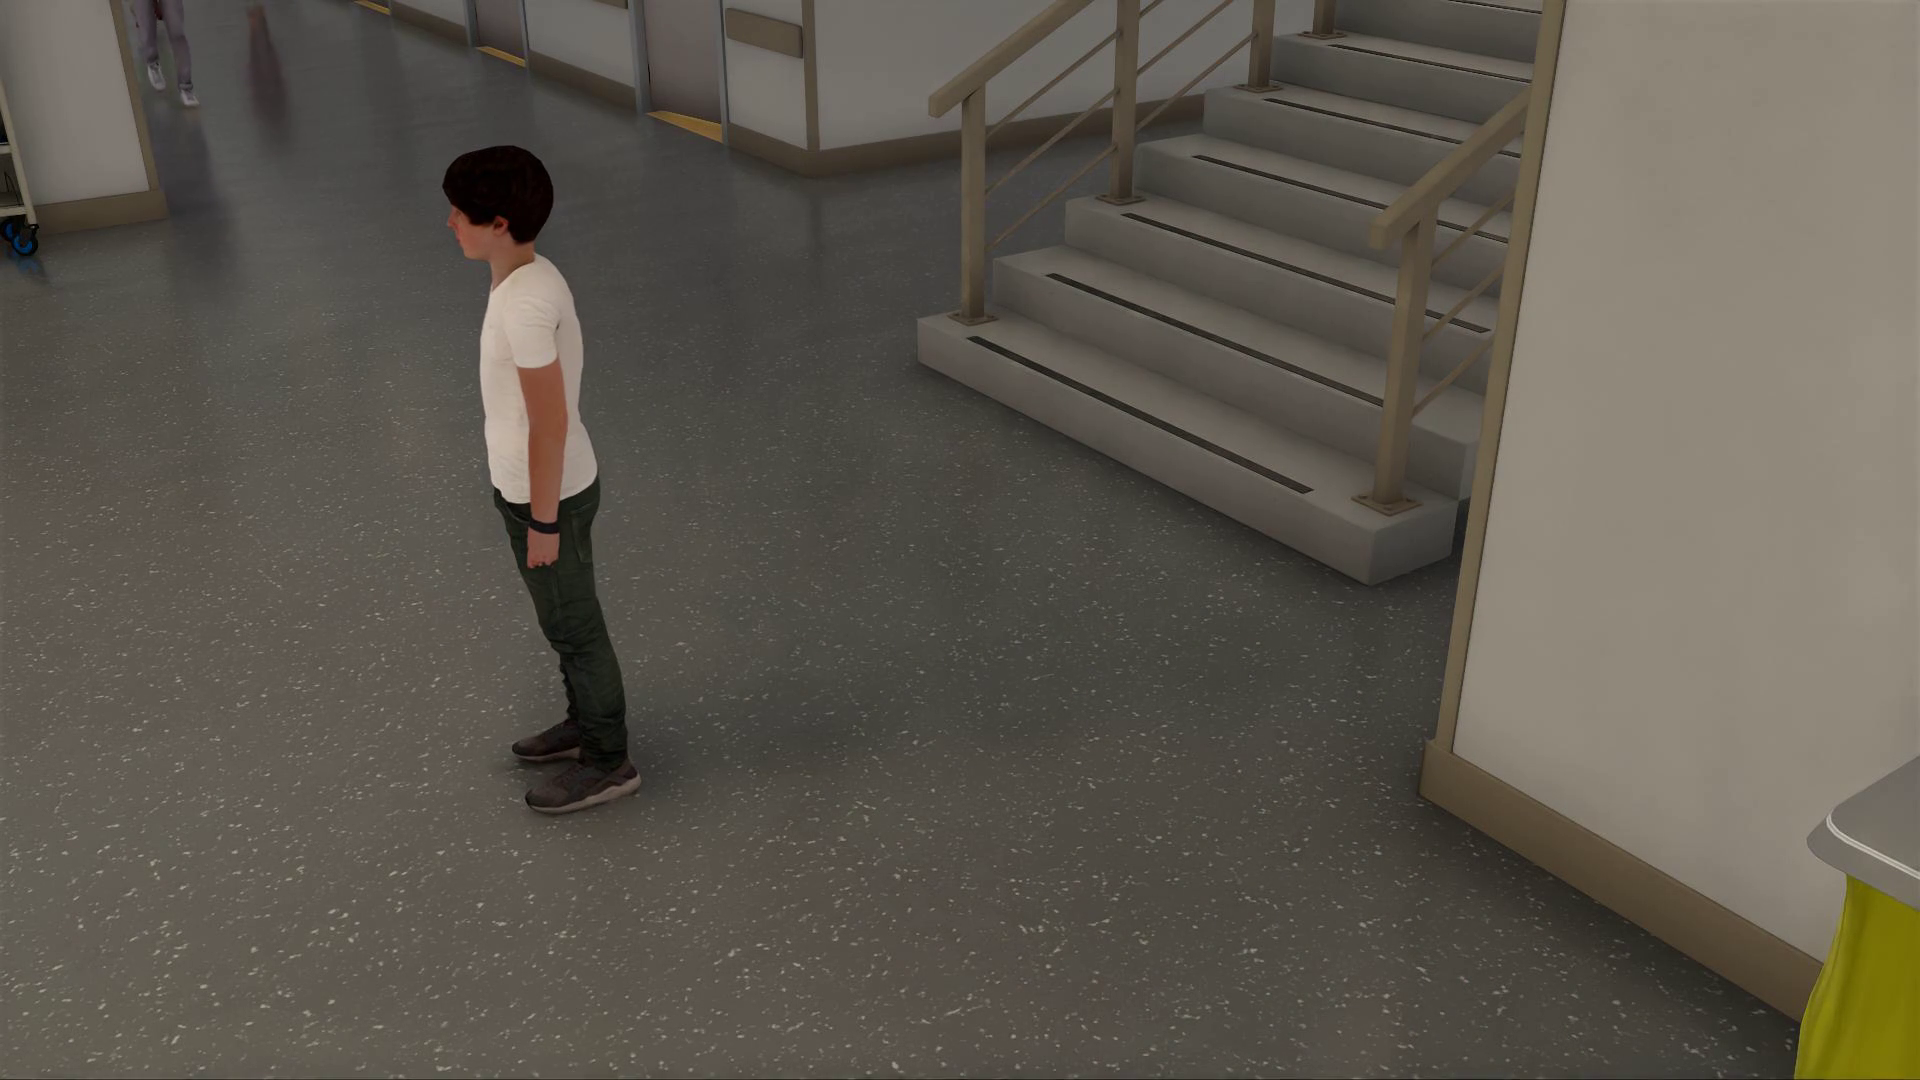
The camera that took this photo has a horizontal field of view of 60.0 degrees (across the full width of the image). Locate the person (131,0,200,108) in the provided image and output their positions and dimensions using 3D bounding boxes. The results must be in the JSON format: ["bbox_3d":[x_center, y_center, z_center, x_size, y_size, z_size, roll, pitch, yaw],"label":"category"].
[{"bbox_3d":[-5.863,-4.086,12.029,0.980,1.813,0.770,-16,30,-30],"label":"person"}]

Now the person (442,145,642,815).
[{"bbox_3d":[-0.989,-0.119,3.988,0.626,1.653,0.644,-8,27,-16],"label":"person"}]
